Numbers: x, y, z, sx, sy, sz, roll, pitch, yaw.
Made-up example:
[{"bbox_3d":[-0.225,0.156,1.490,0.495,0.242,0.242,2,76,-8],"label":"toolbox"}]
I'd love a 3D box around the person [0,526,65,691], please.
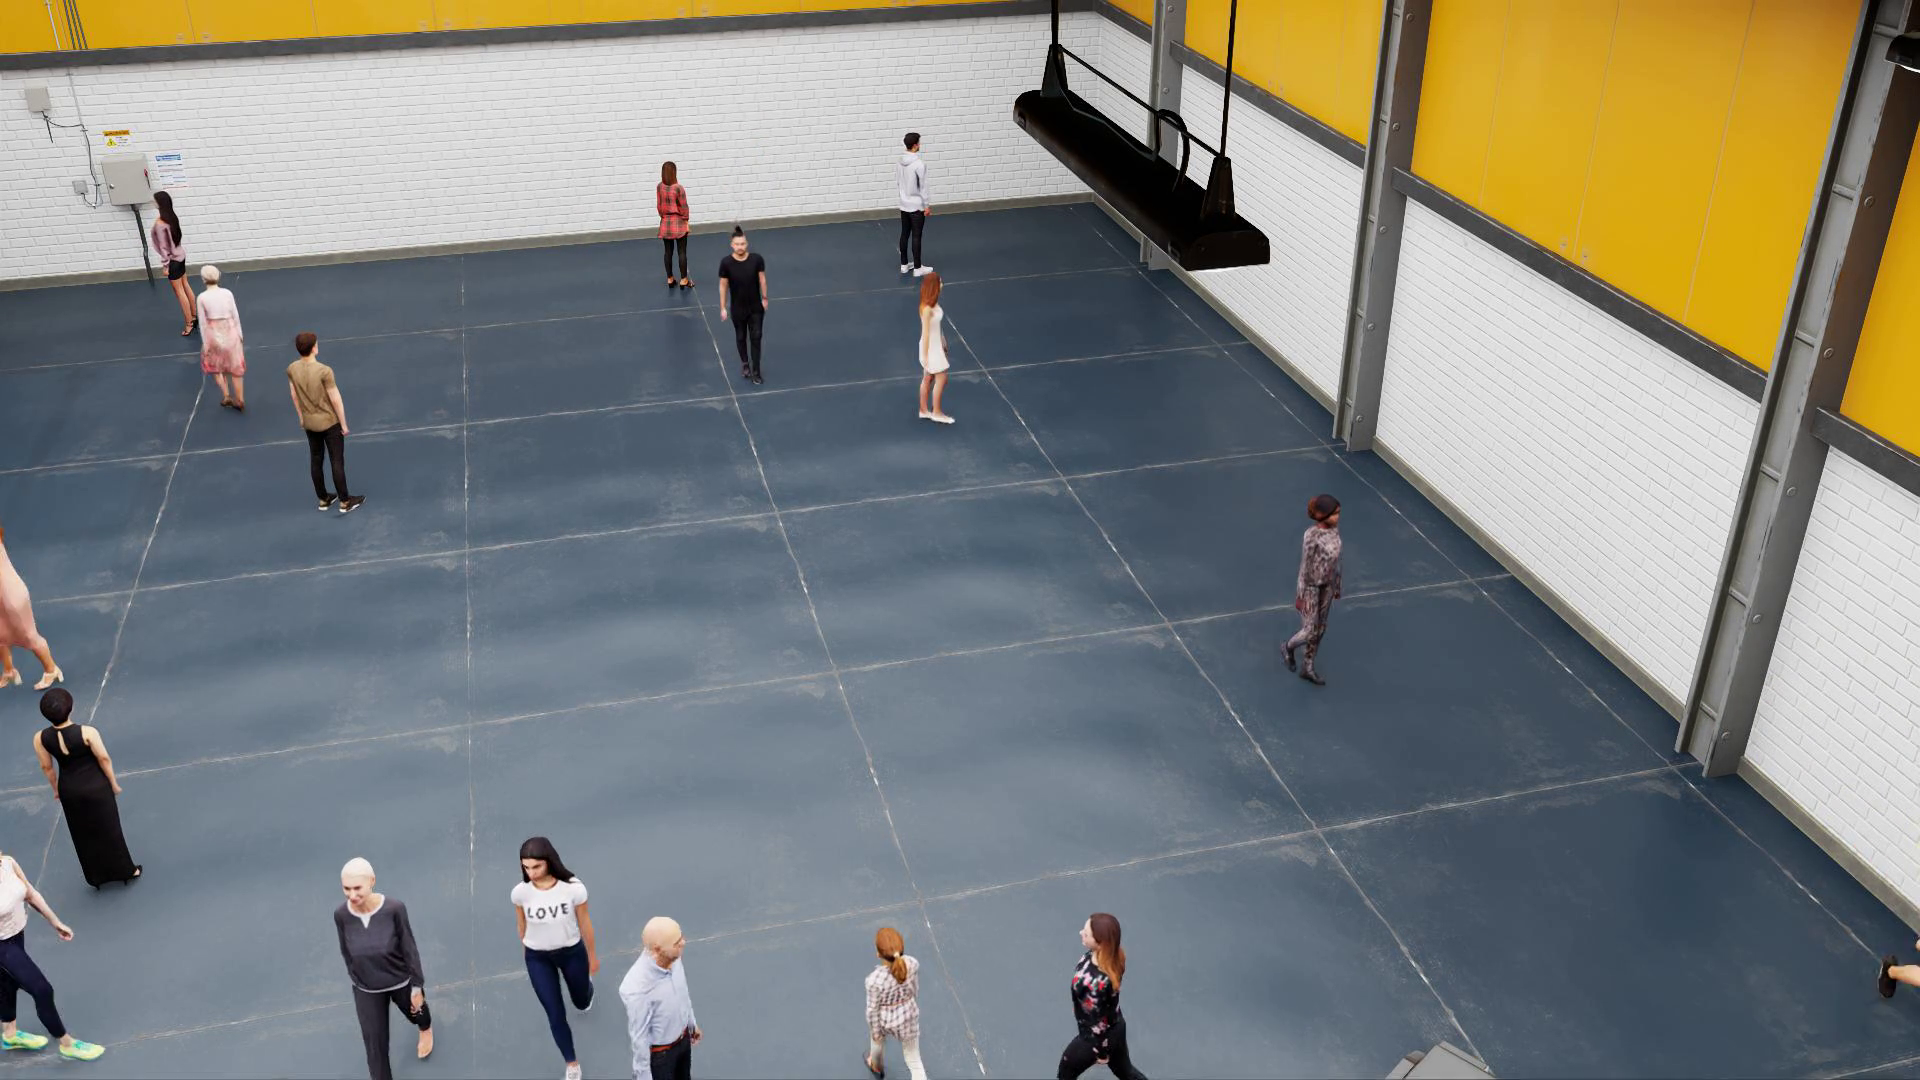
[{"bbox_3d":[-7.605,0.414,13.447,0.804,1.816,0.785,-22,35,-34],"label":"person"}]

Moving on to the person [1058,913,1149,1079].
[{"bbox_3d":[0.871,2.761,9.324,1.027,1.644,1.086,9,30,17],"label":"person"}]

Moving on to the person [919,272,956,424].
[{"bbox_3d":[-0.394,-2.098,18.173,0.784,1.701,0.727,5,29,10],"label":"person"}]

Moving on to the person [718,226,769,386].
[{"bbox_3d":[-2.494,-2.757,19.233,0.751,1.843,0.971,-5,29,-10],"label":"person"}]

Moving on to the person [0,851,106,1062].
[{"bbox_3d":[-5.773,2.423,9.909,0.799,1.678,0.915,-1,29,-3],"label":"person"}]

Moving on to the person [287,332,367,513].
[{"bbox_3d":[-6.267,-1.161,16.299,0.752,1.851,0.745,7,29,13],"label":"person"}]

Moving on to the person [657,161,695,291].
[{"bbox_3d":[-3.778,-4.160,21.951,0.706,1.702,0.748,12,31,21],"label":"person"}]

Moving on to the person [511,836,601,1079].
[{"bbox_3d":[-2.371,2.420,9.836,0.683,1.752,1.044,-4,29,-8],"label":"person"}]

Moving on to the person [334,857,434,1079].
[{"bbox_3d":[-3.330,2.512,9.724,0.643,1.698,1.083,-5,29,-9],"label":"person"}]

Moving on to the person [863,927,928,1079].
[{"bbox_3d":[-0.339,2.804,9.623,0.625,1.283,0.986,-12,31,-21],"label":"person"}]

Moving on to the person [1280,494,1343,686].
[{"bbox_3d":[2.857,0.385,13.615,0.726,1.707,0.793,-20,35,-32],"label":"person"}]

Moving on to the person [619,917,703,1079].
[{"bbox_3d":[-1.642,2.798,9.109,0.861,1.785,0.741,11,31,20],"label":"person"}]

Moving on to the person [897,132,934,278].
[{"bbox_3d":[-0.649,-4.534,22.400,0.722,1.929,0.835,23,36,36],"label":"person"}]

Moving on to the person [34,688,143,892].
[{"bbox_3d":[-5.957,1.702,11.308,0.589,1.603,0.520,-5,29,-10],"label":"person"}]

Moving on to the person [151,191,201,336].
[{"bbox_3d":[-9.652,-3.411,20.465,0.727,1.811,0.553,0,29,0],"label":"person"}]

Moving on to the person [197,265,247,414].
[{"bbox_3d":[-8.110,-2.186,18.357,0.767,1.678,0.816,-23,36,-35],"label":"person"}]
